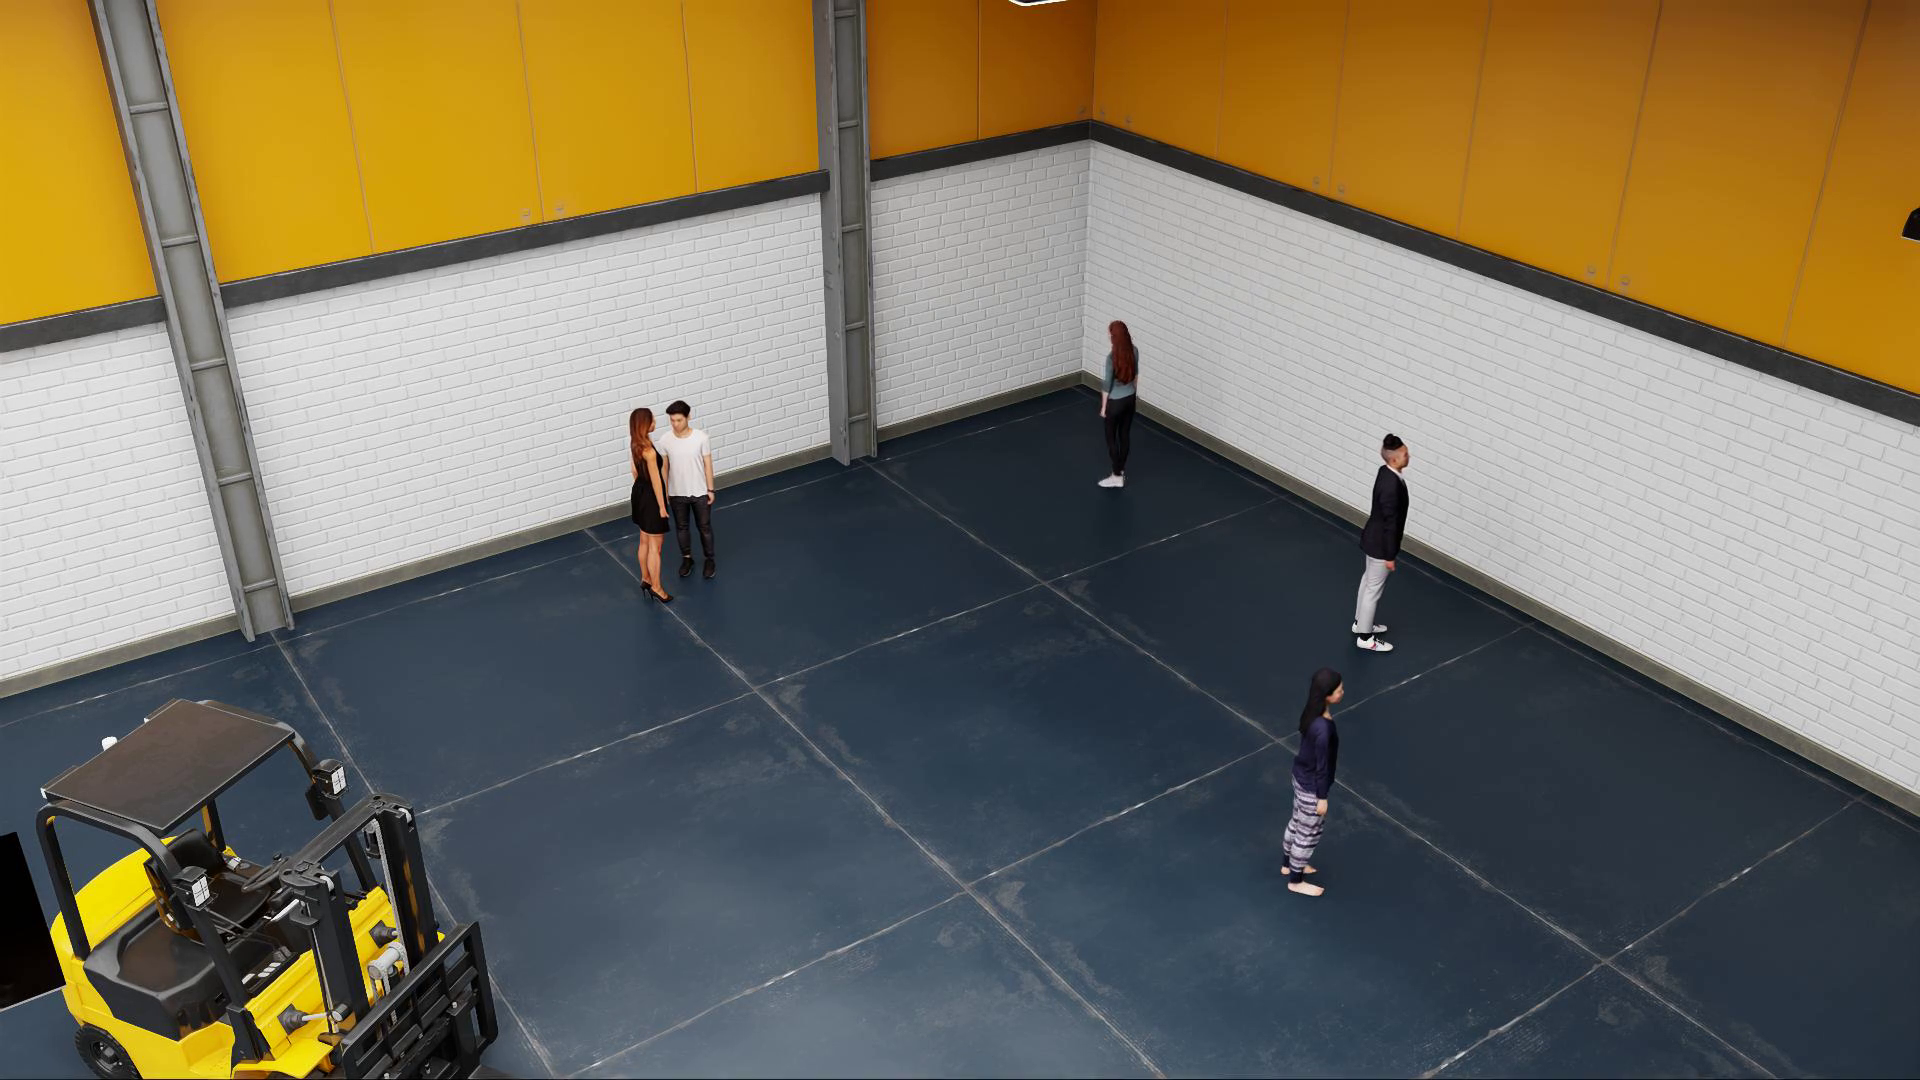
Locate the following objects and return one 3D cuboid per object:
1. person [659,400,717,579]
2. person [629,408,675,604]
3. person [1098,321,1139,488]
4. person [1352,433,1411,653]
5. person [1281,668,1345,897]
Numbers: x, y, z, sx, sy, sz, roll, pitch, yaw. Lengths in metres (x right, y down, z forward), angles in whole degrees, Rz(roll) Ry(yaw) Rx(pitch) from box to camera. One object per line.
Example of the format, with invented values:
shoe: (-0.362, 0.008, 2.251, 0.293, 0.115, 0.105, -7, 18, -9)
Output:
person: (-2.427, -0.478, 14.950, 0.683, 1.715, 0.771, 1, 29, 2)
person: (-2.707, -0.304, 14.507, 0.510, 1.834, 0.570, -19, 34, -31)
person: (1.594, -1.356, 16.534, 0.574, 1.739, 0.739, -13, 31, -22)
person: (3.510, -0.016, 13.859, 0.845, 1.948, 0.791, 4, 29, 8)
person: (2.354, 1.596, 11.128, 0.703, 1.733, 0.683, 0, 29, 0)
